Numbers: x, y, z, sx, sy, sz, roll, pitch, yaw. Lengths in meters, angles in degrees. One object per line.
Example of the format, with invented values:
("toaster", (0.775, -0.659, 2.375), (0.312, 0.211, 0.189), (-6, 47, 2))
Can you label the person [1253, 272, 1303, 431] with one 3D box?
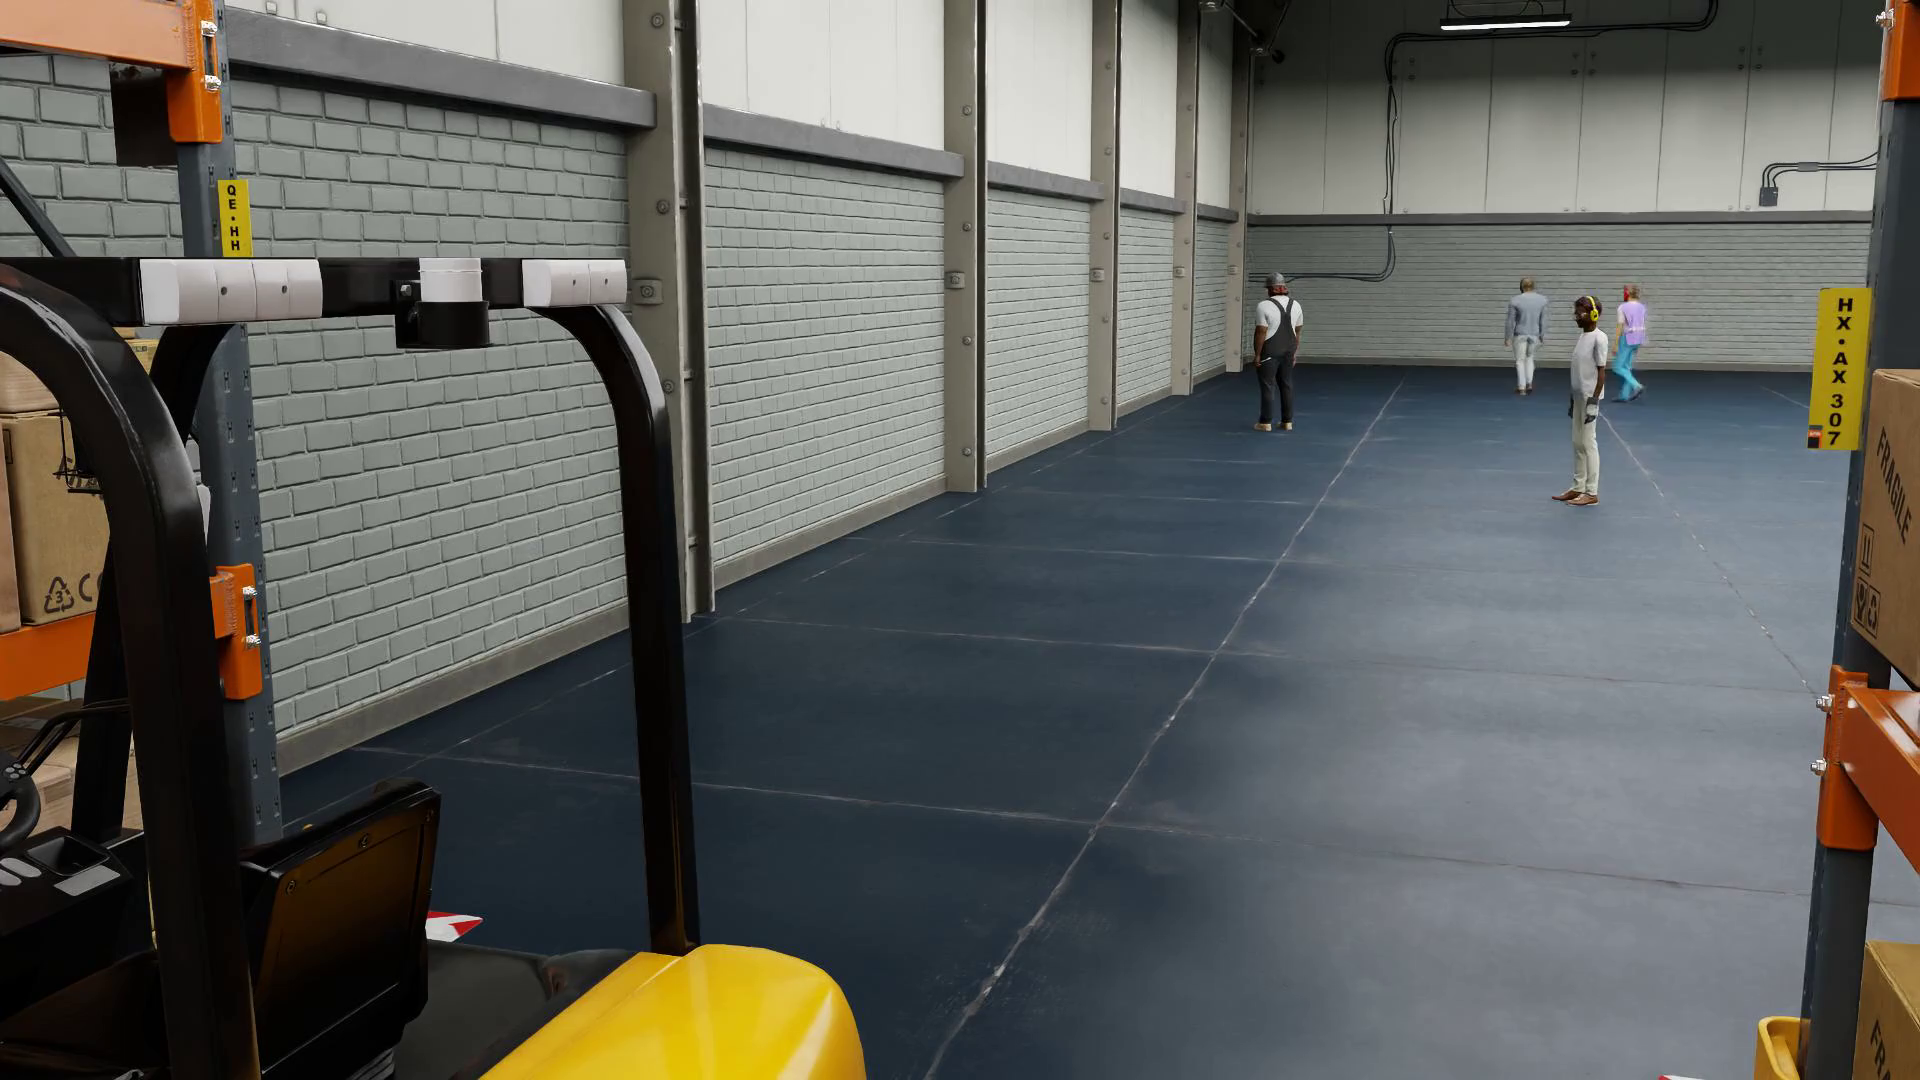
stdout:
("person", (4.023, -2.426, 21.388), (0.688, 2.000, 0.536), (-5, 11, -26))

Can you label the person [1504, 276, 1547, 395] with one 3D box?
("person", (9.172, -3.315, 27.061), (0.644, 1.919, 0.531), (-1, 10, -7))

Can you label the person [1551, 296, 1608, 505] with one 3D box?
("person", (5.561, -1.236, 14.840), (0.328, 1.862, 0.508), (0, 10, -3))

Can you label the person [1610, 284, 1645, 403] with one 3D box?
("person", (10.195, -2.980, 25.328), (0.584, 1.822, 0.520), (-6, 12, -34))
